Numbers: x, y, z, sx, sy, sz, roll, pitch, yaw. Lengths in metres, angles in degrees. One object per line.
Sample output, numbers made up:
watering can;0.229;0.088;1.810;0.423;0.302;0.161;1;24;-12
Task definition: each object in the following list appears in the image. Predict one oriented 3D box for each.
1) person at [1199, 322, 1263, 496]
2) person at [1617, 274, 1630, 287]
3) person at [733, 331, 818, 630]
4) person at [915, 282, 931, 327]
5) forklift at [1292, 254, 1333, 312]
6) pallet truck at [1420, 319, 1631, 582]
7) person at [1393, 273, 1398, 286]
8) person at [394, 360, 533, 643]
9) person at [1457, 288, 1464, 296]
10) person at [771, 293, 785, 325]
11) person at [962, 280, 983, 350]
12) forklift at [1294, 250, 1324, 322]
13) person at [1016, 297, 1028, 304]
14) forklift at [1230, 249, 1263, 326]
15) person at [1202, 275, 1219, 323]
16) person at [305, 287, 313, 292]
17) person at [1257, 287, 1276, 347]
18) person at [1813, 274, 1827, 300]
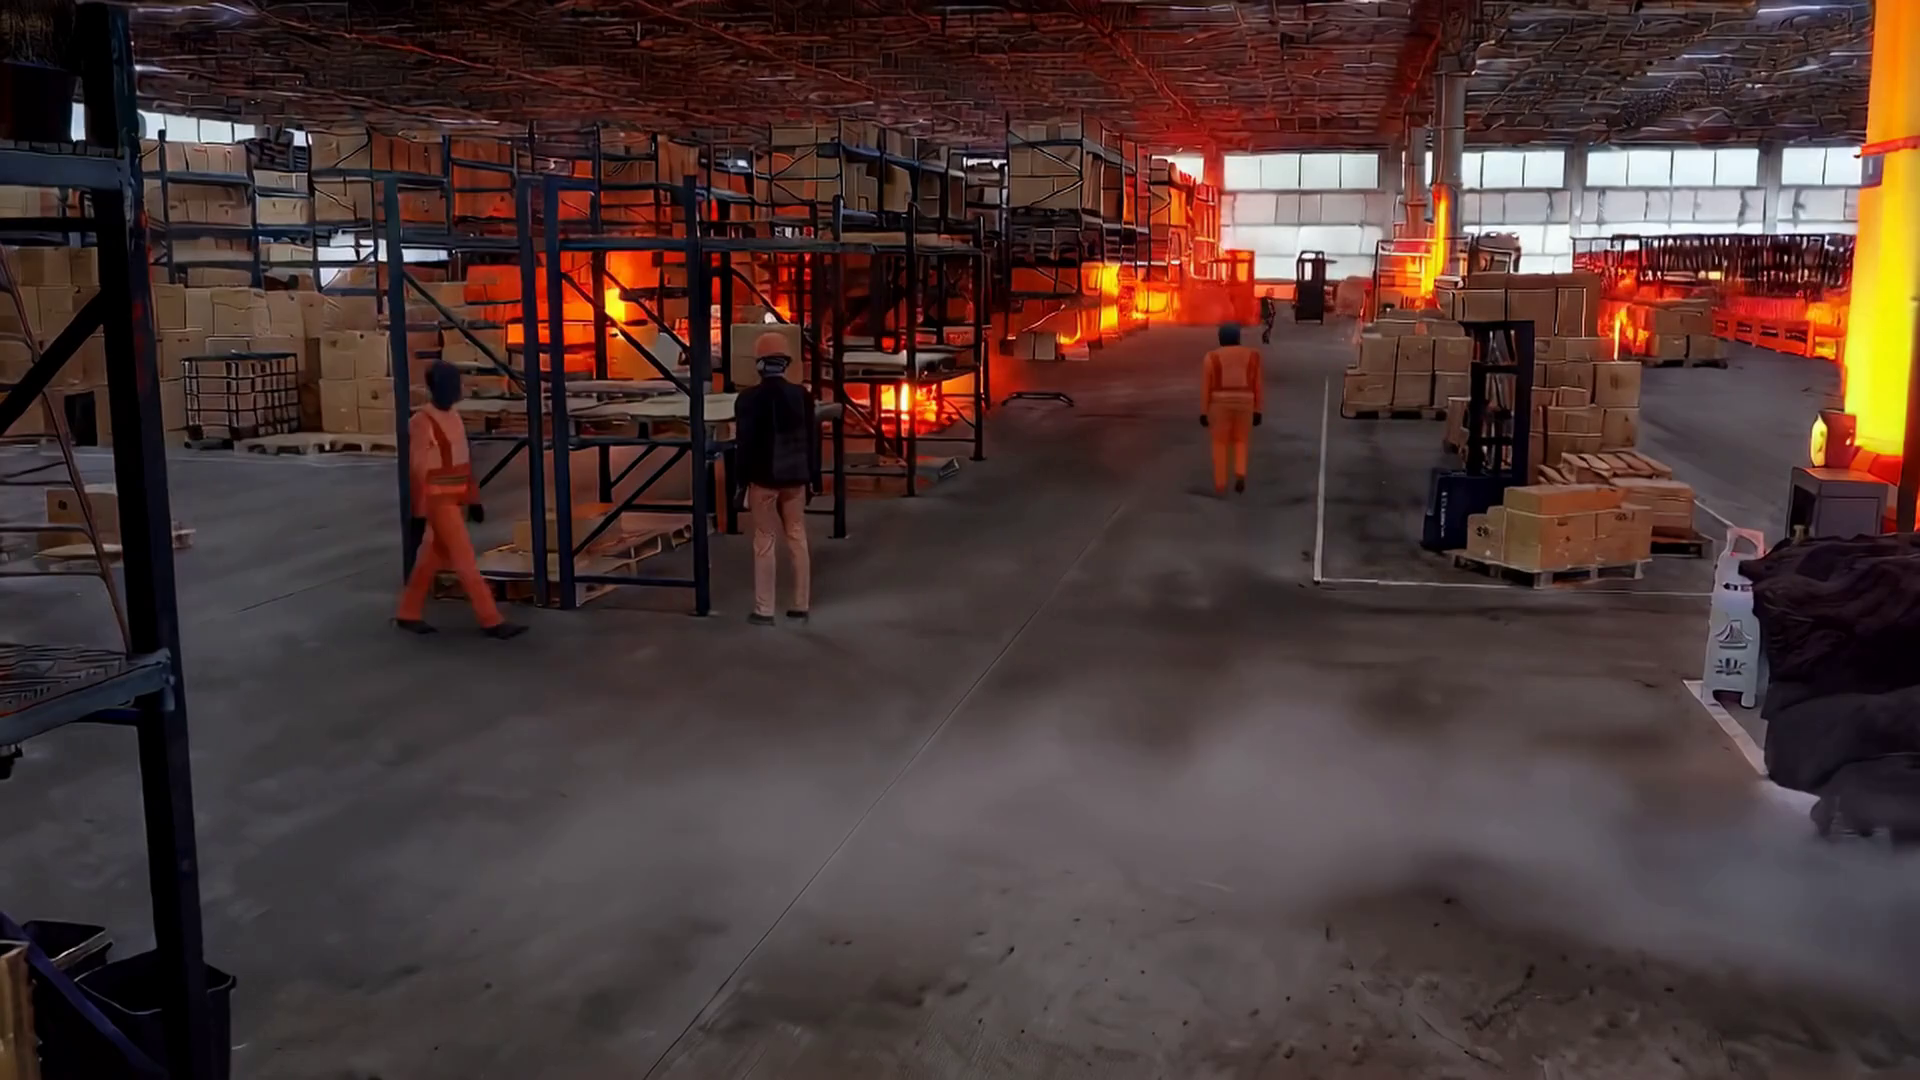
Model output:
person;2.819;-1.359;17.370;0.660;1.821;0.447;0;10;-3
person;28.835;-10.650;72.325;0.563;1.847;0.389;-1;10;-9
person;-1.248;-0.397;11.176;0.624;1.992;0.390;-7;12;-35
person;-1.062;-5.912;44.159;0.657;1.880;0.628;3;10;18
forklift;16.467;-12.025;77.416;1.873;2.768;1.129;2;10;12
pallet truck;4.543;-0.757;13.299;0.823;1.965;1.885;-4;10;-22
person;23.071;-13.274;88.208;0.485;1.735;0.346;-7;12;-37
person;-3.285;-0.239;10.740;0.974;1.829;0.597;1;10;6
person;19.815;-9.491;66.059;0.540;1.640;0.759;-2;10;-13
person;-4.238;-4.919;38.835;0.320;1.695;0.537;1;10;3
person;0.321;-6.117;45.297;0.563;1.900;0.853;1;10;9
forklift;13.778;-10.002;65.433;1.129;2.768;1.873;2;10;12
person;2.367;-9.285;64.365;0.587;1.819;0.713;8;12;38
forklift;10.399;-9.301;61.285;1.129;2.768;1.873;8;12;39
person;9.461;-9.084;62.945;0.647;1.881;0.645;-1;10;-6
person;-20.113;-7.014;51.443;0.533;1.623;0.398;3;10;20
person;8.646;-6.268;46.858;0.363;1.687;0.542;-6;11;-32
person;39.497;-11.333;76.458;0.596;1.817;0.641;2;10;11
